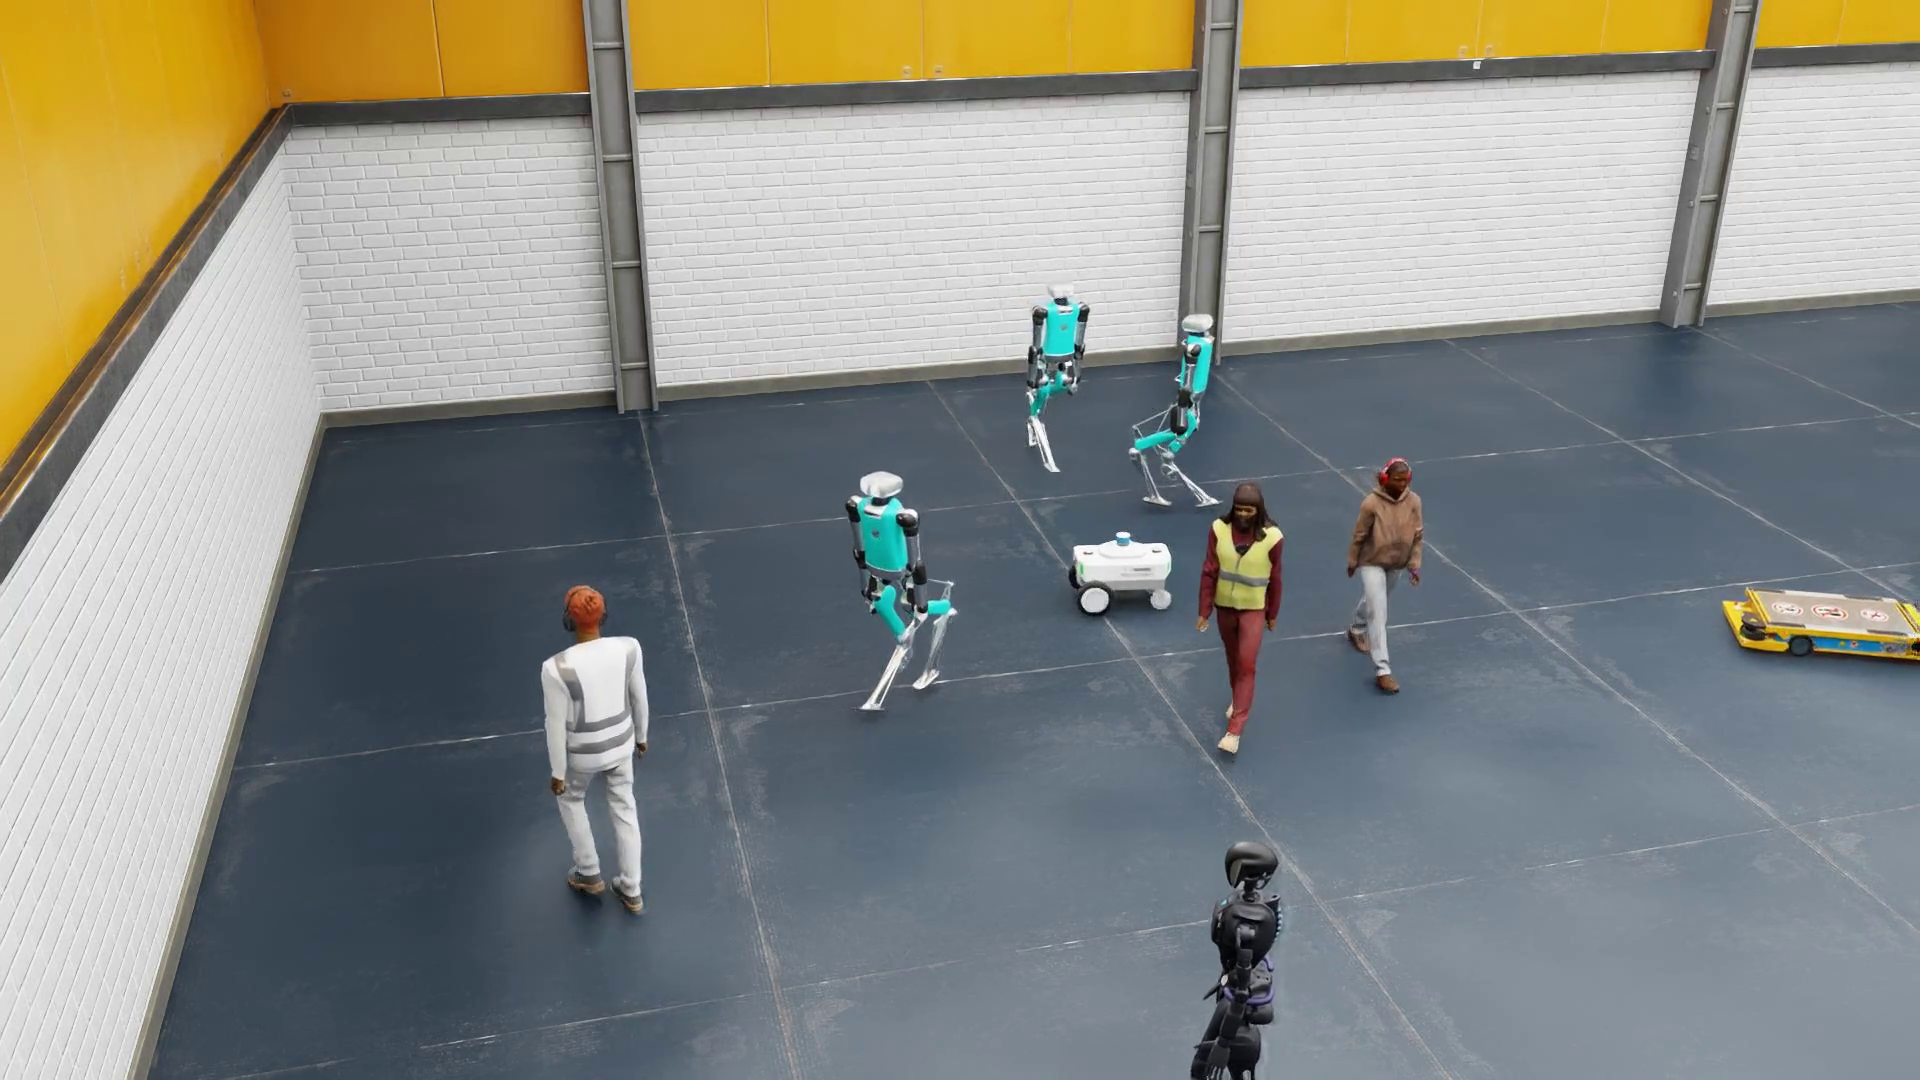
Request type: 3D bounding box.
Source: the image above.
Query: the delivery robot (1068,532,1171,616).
[{"bbox_3d":[1.208,0.223,12.469,0.750,0.570,0.499,-2,24,-3],"label":"delivery robot"}]

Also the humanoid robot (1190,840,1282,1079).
[{"bbox_3d":[1.242,2.005,7.126,0.743,1.654,0.586,3,24,8],"label":"humanoid robot"}]

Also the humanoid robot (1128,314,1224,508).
[{"bbox_3d":[1.780,-1.032,13.874,0.909,1.761,0.545,9,25,20],"label":"humanoid robot"}]

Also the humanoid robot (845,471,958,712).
[{"bbox_3d":[-0.341,0.307,10.847,0.531,1.722,1.031,15,28,30],"label":"humanoid robot"}]

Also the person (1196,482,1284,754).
[{"bbox_3d":[1.740,0.465,10.495,0.480,1.724,0.906,12,26,25],"label":"person"}]

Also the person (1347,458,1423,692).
[{"bbox_3d":[2.880,0.155,11.345,0.441,1.596,0.893,-6,24,-13],"label":"person"}]

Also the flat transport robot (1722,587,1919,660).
[{"bbox_3d":[6.314,0.620,11.952,1.431,0.231,0.659,5,24,10],"label":"flat transport robot"}]

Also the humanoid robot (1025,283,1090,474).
[{"bbox_3d":[0.746,-1.552,15.079,0.554,1.764,0.967,-9,25,-19],"label":"humanoid robot"}]

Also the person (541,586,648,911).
[{"bbox_3d":[-1.949,1.099,8.882,0.608,1.861,0.645,-17,29,-34],"label":"person"}]
